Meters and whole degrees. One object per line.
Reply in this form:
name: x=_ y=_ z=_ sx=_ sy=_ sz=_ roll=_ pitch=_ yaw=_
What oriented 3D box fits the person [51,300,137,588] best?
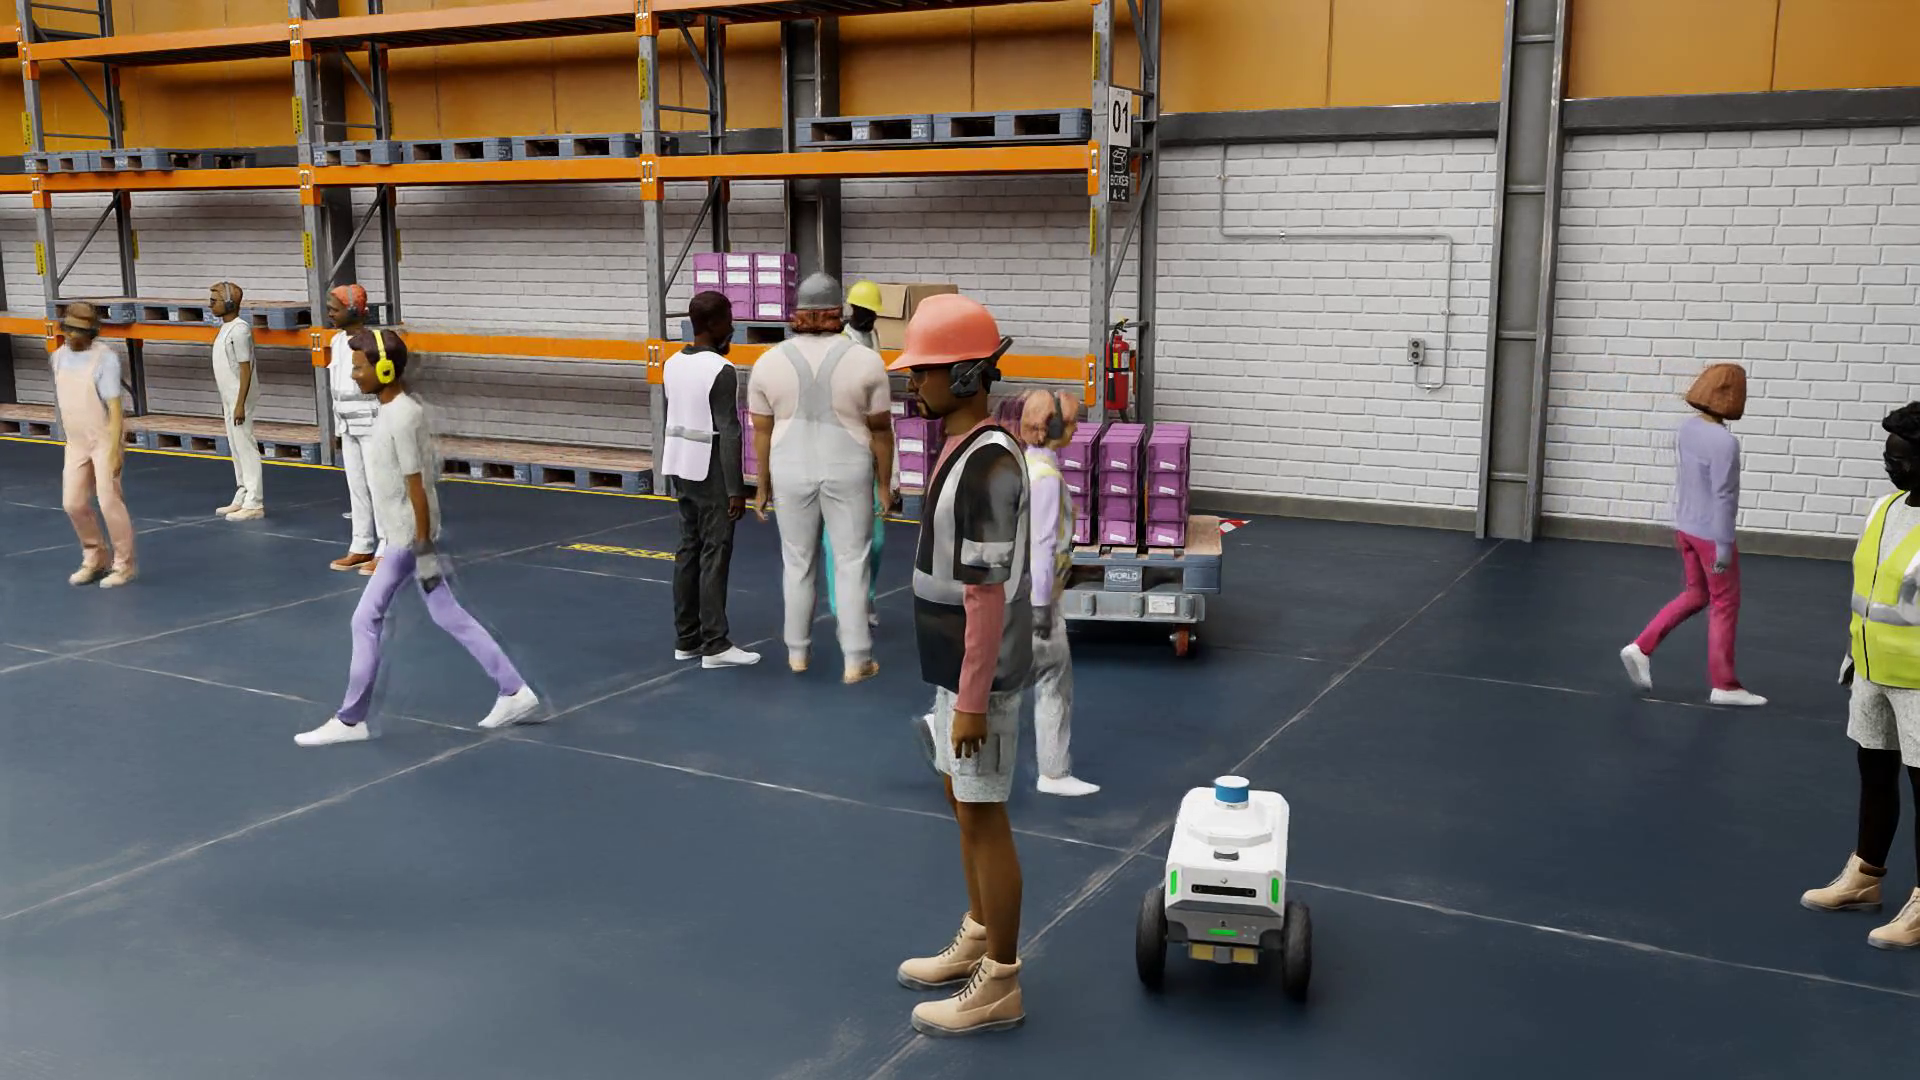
person: x=-5.337 y=-0.579 z=10.288 sx=0.529 sy=1.804 sz=0.505 roll=3 pitch=11 yaw=15

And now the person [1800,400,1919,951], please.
person: x=2.929 y=0.415 z=5.150 sx=0.321 sy=1.693 sz=0.530 roll=-2 pitch=10 yaw=-8

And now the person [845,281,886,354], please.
person: x=-0.796 y=-0.930 z=12.045 sx=0.528 sy=1.883 sz=0.752 roll=5 pitch=12 yaw=27

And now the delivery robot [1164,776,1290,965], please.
delivery robot: x=0.819 y=0.958 z=5.037 sx=0.477 sy=0.478 sz=0.707 roll=2 pitch=11 yaw=12

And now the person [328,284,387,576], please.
person: x=-3.883 y=-0.710 z=10.800 sx=0.575 sy=1.882 sz=0.360 roll=8 pitch=13 yaw=37

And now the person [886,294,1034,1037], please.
person: x=-0.001 y=0.346 z=4.611 sx=0.396 sy=2.036 sz=0.600 roll=-1 pitch=10 yaw=-7

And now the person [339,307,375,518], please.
person: x=-4.722 y=-1.050 z=13.016 sx=0.342 sy=1.749 sz=0.572 roll=-1 pitch=10 yaw=-3

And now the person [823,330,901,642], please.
person: x=-0.611 y=-0.315 z=9.062 sx=0.560 sy=1.735 sz=0.447 roll=-1 pitch=10 yaw=-8

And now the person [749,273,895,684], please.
person: x=-0.670 y=-0.330 z=8.281 sx=0.705 sy=2.000 sz=0.608 roll=0 pitch=10 yaw=3

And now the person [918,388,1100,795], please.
person: x=0.195 y=0.211 z=6.508 sx=0.637 sy=1.618 sz=0.514 roll=-1 pitch=10 yaw=-6

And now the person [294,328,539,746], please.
person: x=-2.362 y=-0.018 z=7.226 sx=1.012 sy=1.815 sz=0.541 roll=-3 pitch=11 yaw=-15

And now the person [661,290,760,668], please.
person: x=-1.308 y=-0.306 z=8.490 sx=0.370 sy=1.915 sz=0.596 roll=-9 pitch=13 yaw=-40

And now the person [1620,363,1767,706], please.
person: x=3.473 y=-0.023 z=7.753 sx=0.617 sy=1.613 sz=0.527 roll=0 pitch=10 yaw=-1

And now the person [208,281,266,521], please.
person: x=-5.614 y=-1.071 z=12.879 sx=0.345 sy=1.846 sz=0.508 roll=-7 pitch=13 yaw=-35
